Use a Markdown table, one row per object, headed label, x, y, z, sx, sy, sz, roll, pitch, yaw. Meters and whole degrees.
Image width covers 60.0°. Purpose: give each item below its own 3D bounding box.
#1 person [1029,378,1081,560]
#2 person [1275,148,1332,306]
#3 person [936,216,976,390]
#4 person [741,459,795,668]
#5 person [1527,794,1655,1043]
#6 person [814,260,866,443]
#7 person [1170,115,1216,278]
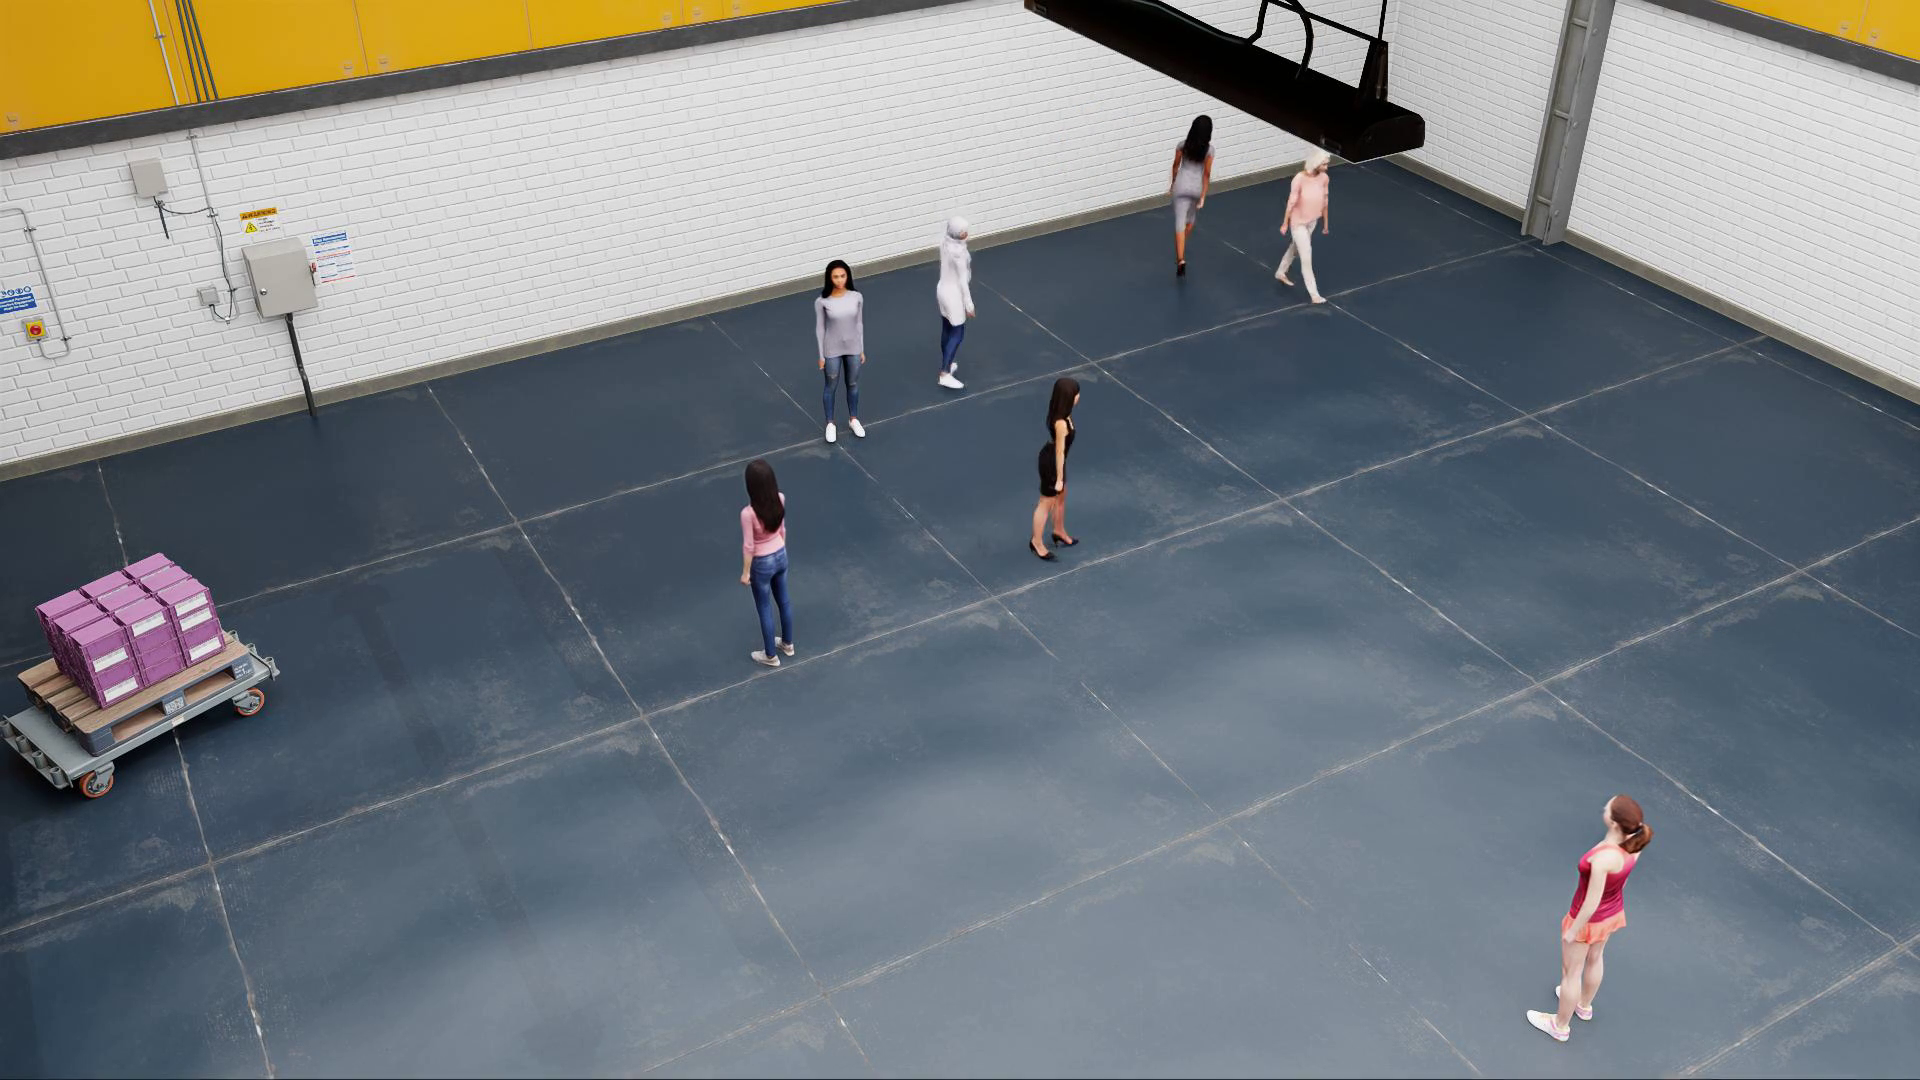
| label | x | y | z | sx | sy | sz | roll | pitch | yaw |
| --- | --- | --- | --- | --- | --- | --- | --- | --- | --- |
| person | 0.715 | -0.581 | 13.494 | 0.787 | 1.636 | 0.725 | 2 | 34 | 4 |
| person | 3.595 | -3.377 | 17.683 | 0.635 | 1.655 | 1.147 | -19 | 38 | -26 |
| person | -0.096 | -2.359 | 16.063 | 0.814 | 1.752 | 0.575 | -24 | 40 | -31 |
| person | -1.422 | 0.164 | 12.277 | 0.610 | 1.742 | 0.635 | 26 | 42 | 33 |
| person | 3.562 | 2.105 | 9.346 | 0.595 | 1.754 | 0.598 | -24 | 40 | -31 |
| person | -1.086 | -1.736 | 15.141 | 0.640 | 1.736 | 0.582 | -11 | 35 | -17 |
| person | 2.485 | -3.696 | 18.099 | 1.026 | 1.726 | 1.210 | 1 | 34 | 1 |
